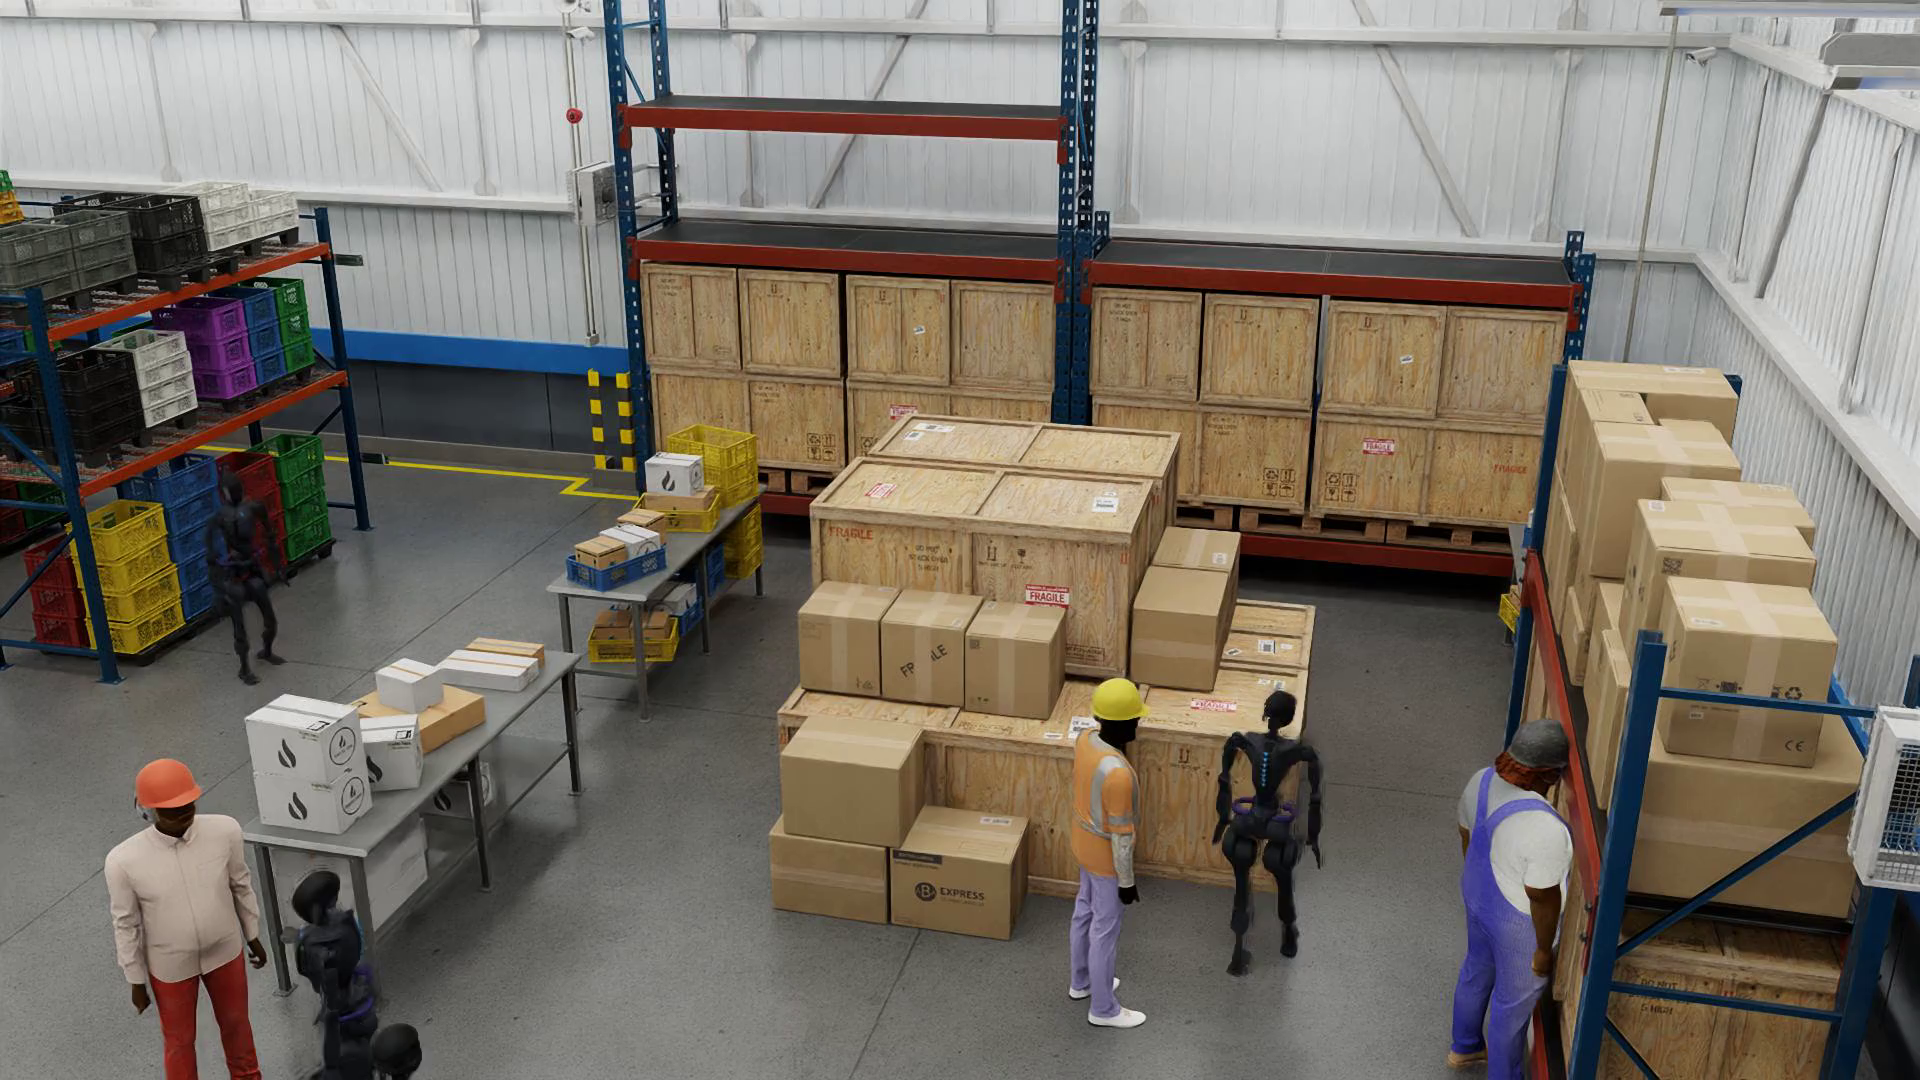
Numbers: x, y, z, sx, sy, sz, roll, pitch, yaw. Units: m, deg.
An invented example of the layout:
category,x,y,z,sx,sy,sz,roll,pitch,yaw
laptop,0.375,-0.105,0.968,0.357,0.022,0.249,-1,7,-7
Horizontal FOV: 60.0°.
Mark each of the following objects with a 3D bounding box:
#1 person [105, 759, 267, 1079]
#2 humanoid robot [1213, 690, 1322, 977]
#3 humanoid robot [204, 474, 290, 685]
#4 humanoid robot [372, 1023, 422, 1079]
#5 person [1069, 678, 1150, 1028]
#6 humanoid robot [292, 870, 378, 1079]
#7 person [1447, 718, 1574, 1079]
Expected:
category,x,y,z,sx,sy,sz,roll,pitch,yaw
person,-3.517,1.904,7.645,0.621,1.996,0.372,-18,27,-39
humanoid robot,1.676,1.555,9.038,0.592,1.628,0.544,8,22,19
humanoid robot,-5.352,0.261,12.415,0.447,1.637,0.653,14,25,32
humanoid robot,-2.103,2.602,6.273,0.636,1.628,0.530,5,22,14
person,0.758,1.594,8.551,0.374,1.928,0.585,-6,22,-15
humanoid robot,-2.763,2.165,7.439,0.365,1.639,0.661,-7,22,-18
person,2.690,1.761,7.960,0.539,2.000,0.689,-5,22,-13
